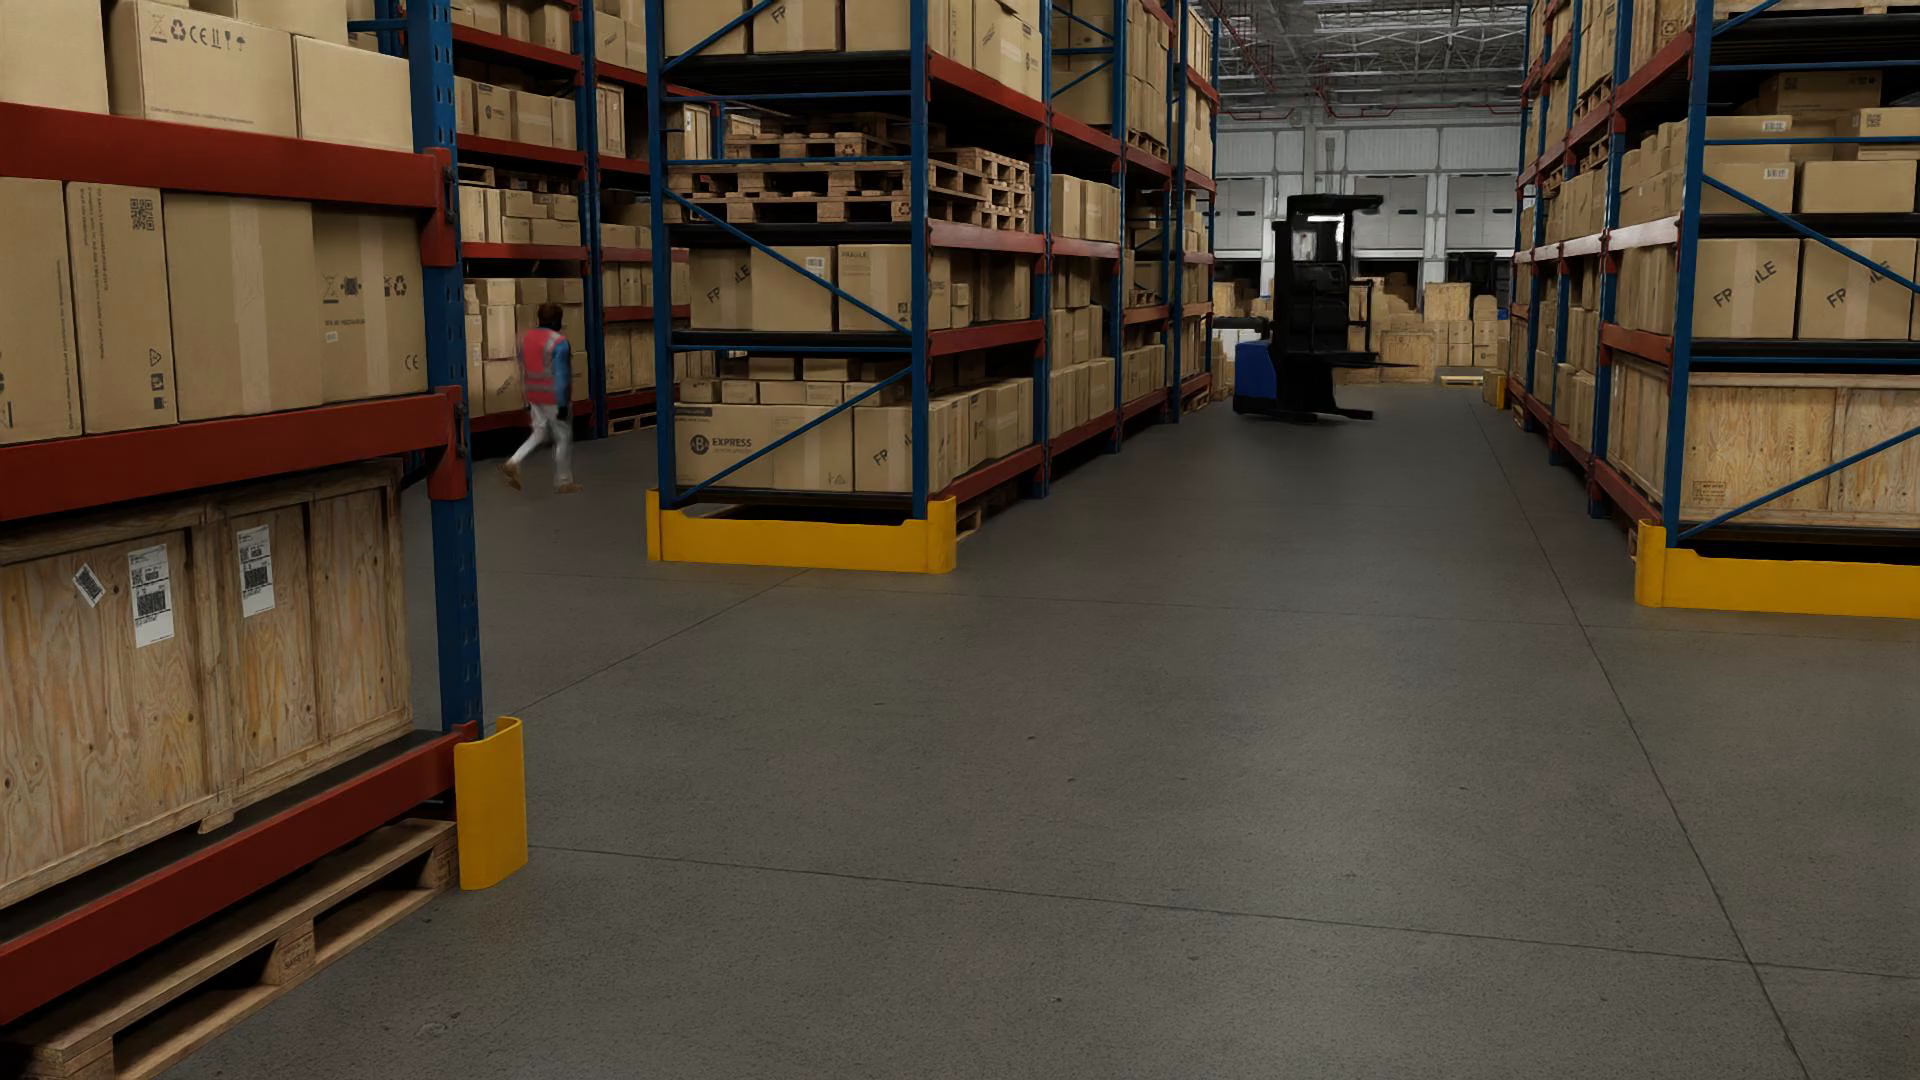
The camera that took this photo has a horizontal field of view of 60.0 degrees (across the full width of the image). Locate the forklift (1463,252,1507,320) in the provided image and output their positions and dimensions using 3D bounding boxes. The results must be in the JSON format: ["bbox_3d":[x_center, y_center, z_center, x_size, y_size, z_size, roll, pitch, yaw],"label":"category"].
[{"bbox_3d":[15.695,-7.336,50.379,1.129,2.768,1.873,-2,9,-11],"label":"forklift"}]

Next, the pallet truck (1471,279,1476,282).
[{"bbox_3d":[18.896,-8.459,60.307,1.885,1.965,0.823,5,10,31],"label":"pallet truck"}]

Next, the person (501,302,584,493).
[{"bbox_3d":[-3.886,-1.305,15.475,0.625,1.818,0.743,6,11,36],"label":"person"}]

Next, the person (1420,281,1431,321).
[{"bbox_3d":[14.123,-6.799,49.997,0.634,1.929,0.378,7,11,37],"label":"person"}]

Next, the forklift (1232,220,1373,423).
[{"bbox_3d":[4.863,-3.136,23.697,1.129,2.768,1.873,-5,10,-27],"label":"forklift"}]
